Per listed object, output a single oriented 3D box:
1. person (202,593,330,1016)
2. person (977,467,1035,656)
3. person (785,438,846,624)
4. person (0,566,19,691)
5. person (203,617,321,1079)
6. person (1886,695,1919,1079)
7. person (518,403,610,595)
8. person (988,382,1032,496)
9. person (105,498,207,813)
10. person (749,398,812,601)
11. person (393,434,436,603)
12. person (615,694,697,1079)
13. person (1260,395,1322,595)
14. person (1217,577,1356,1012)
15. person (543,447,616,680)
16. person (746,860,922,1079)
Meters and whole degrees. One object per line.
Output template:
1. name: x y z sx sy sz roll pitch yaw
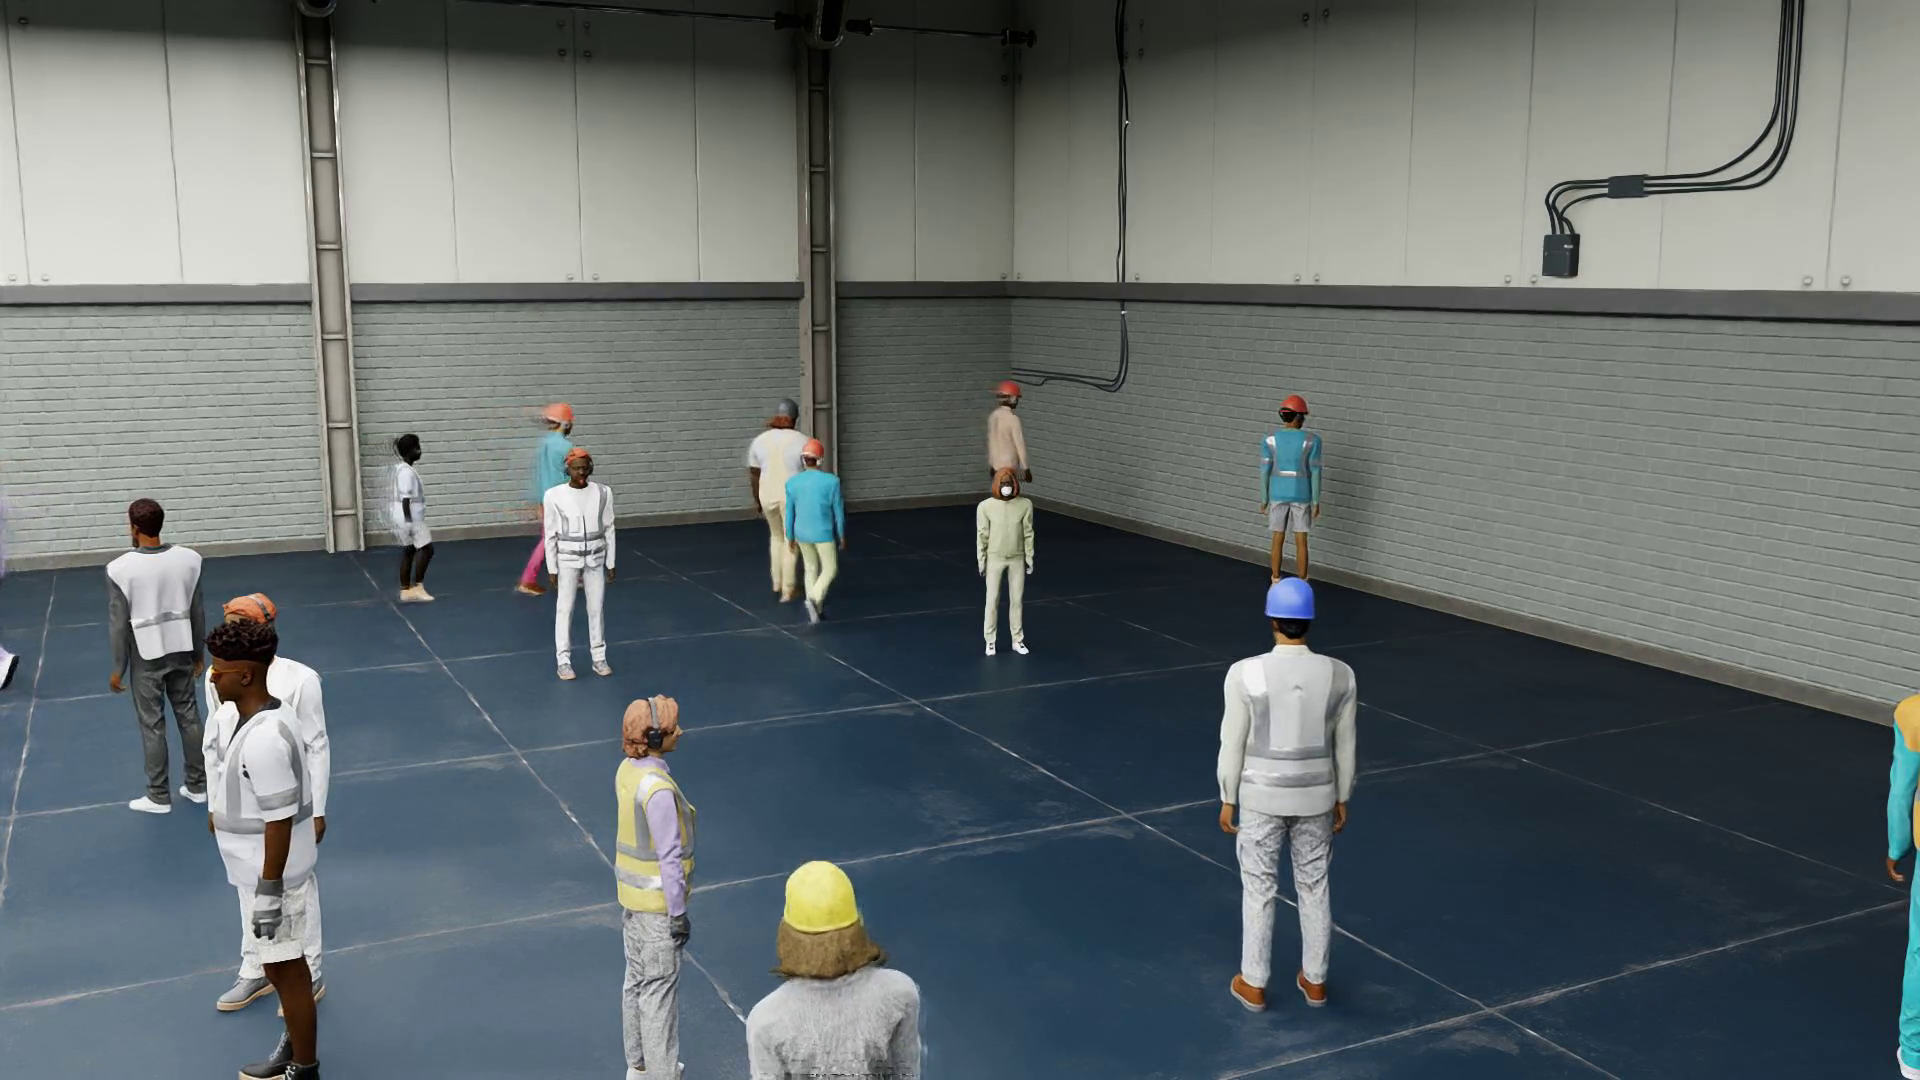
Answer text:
1. person: -3.065 1.164 7.340 0.587 1.882 0.341 2 9 13
2. person: 0.388 0.183 14.186 0.499 1.627 0.279 -2 9 -12
3. person: -1.354 -0.066 15.363 0.580 1.736 0.566 3 10 17
4. person: -7.638 0.269 12.874 0.669 1.889 0.649 1 9 9
5. person: -2.693 1.263 6.471 0.366 1.964 0.610 -4 10 -21
6. person: 4.025 1.259 6.646 0.587 1.920 0.391 7 12 38
7. person: -4.090 -0.418 16.936 1.040 1.946 0.620 -7 11 -35
8. person: 0.635 -0.882 19.650 0.543 1.971 0.668 -4 10 -25
9. person: -4.853 0.698 10.107 0.378 1.917 0.594 6 11 33
10. person: -1.697 -0.434 16.700 0.689 2.000 0.759 3 10 19
11. person: -5.335 -0.205 16.374 0.497 1.677 0.545 -3 10 -18
12. person: -1.195 1.416 6.535 0.307 1.641 0.514 -5 11 -28
13. person: 3.321 -0.434 16.705 0.609 2.040 0.394 4 10 21
14. person: 1.440 1.130 7.393 0.622 1.938 0.430 -1 9 -5
15. person: -3.054 0.187 13.400 0.571 1.876 0.348 -5 10 -28
16. person: -0.315 1.715 4.477 0.490 1.710 0.827 -2 10 -14
